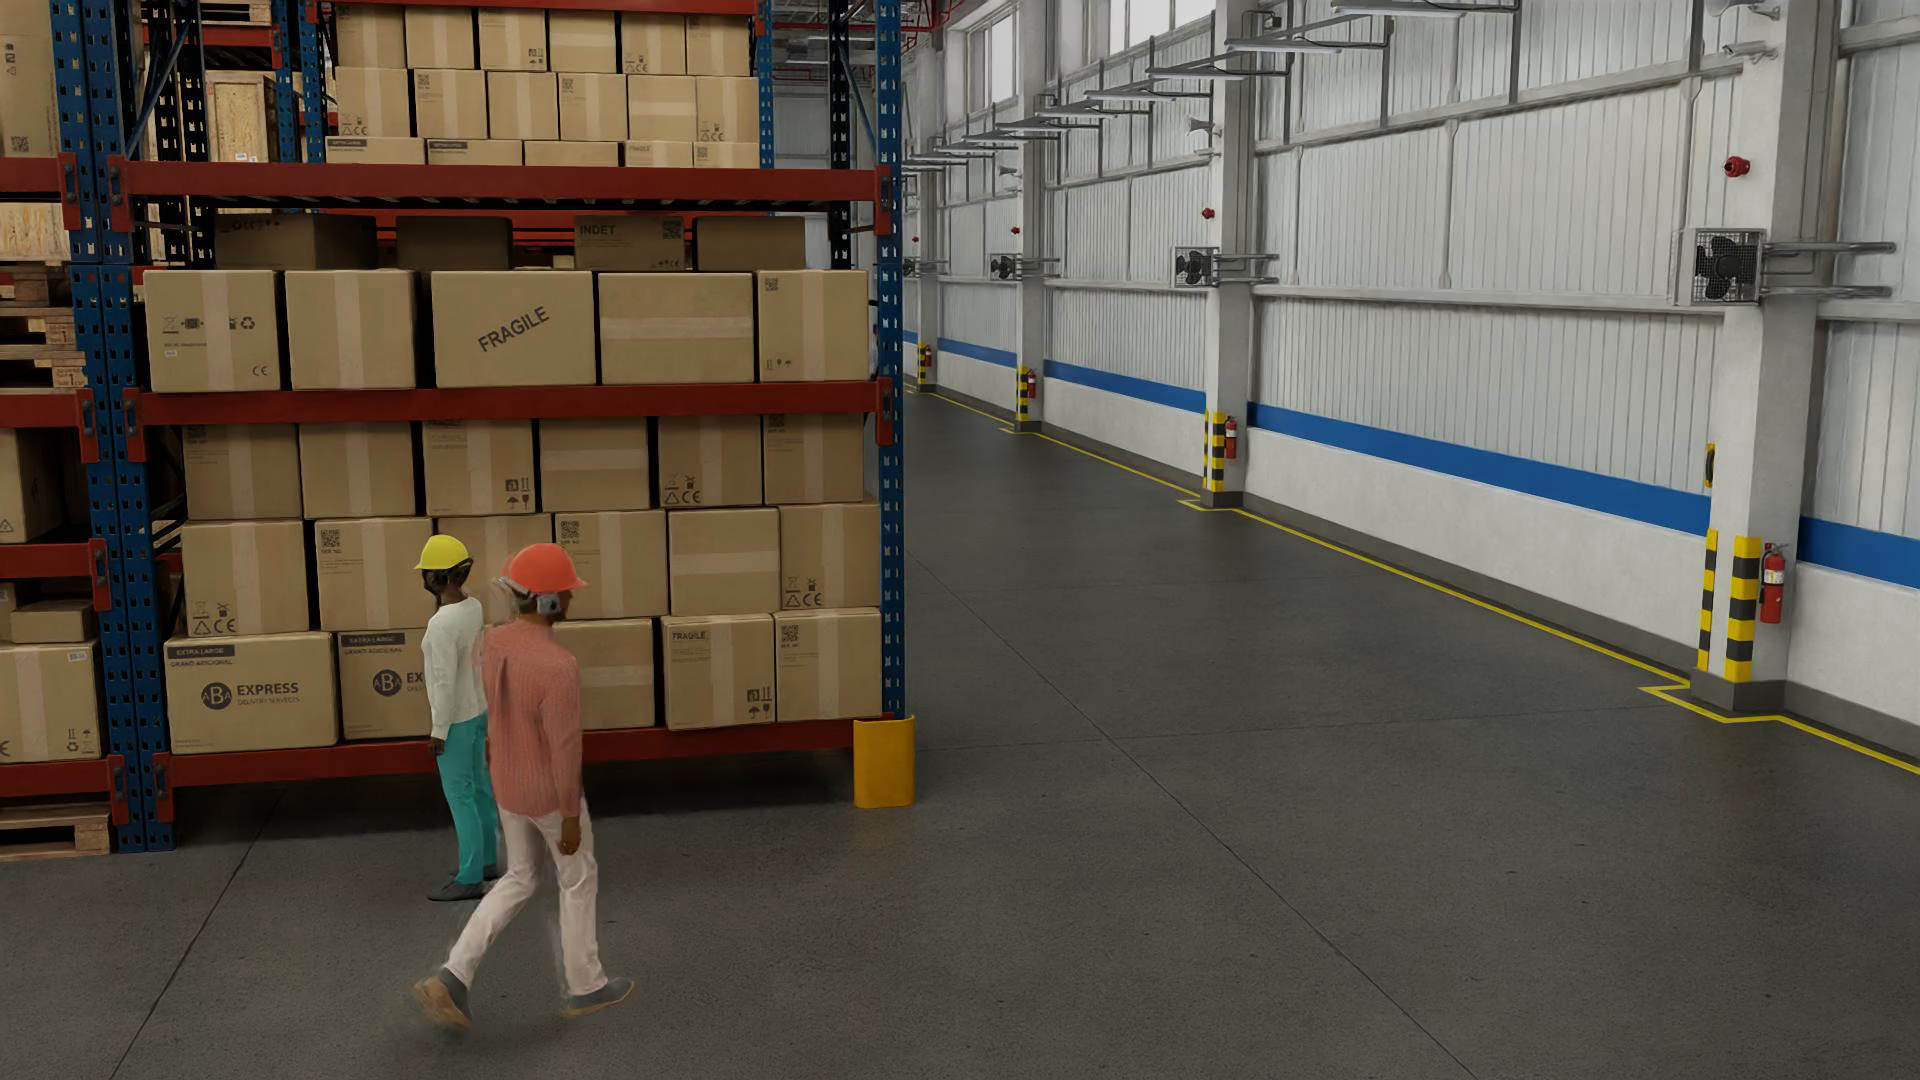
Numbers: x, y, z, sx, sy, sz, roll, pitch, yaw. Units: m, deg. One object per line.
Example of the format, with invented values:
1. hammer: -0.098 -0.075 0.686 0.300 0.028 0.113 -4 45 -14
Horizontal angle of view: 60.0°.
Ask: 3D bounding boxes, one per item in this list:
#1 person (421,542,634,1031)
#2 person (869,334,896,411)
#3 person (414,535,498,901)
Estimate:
1. person: -1.708 0.987 6.557 0.616 1.972 0.784 8 12 40
2. person: -1.662 -3.551 35.028 0.586 1.701 0.916 -6 11 -34
3. person: -2.439 0.850 8.008 0.315 1.767 0.535 0 9 3
